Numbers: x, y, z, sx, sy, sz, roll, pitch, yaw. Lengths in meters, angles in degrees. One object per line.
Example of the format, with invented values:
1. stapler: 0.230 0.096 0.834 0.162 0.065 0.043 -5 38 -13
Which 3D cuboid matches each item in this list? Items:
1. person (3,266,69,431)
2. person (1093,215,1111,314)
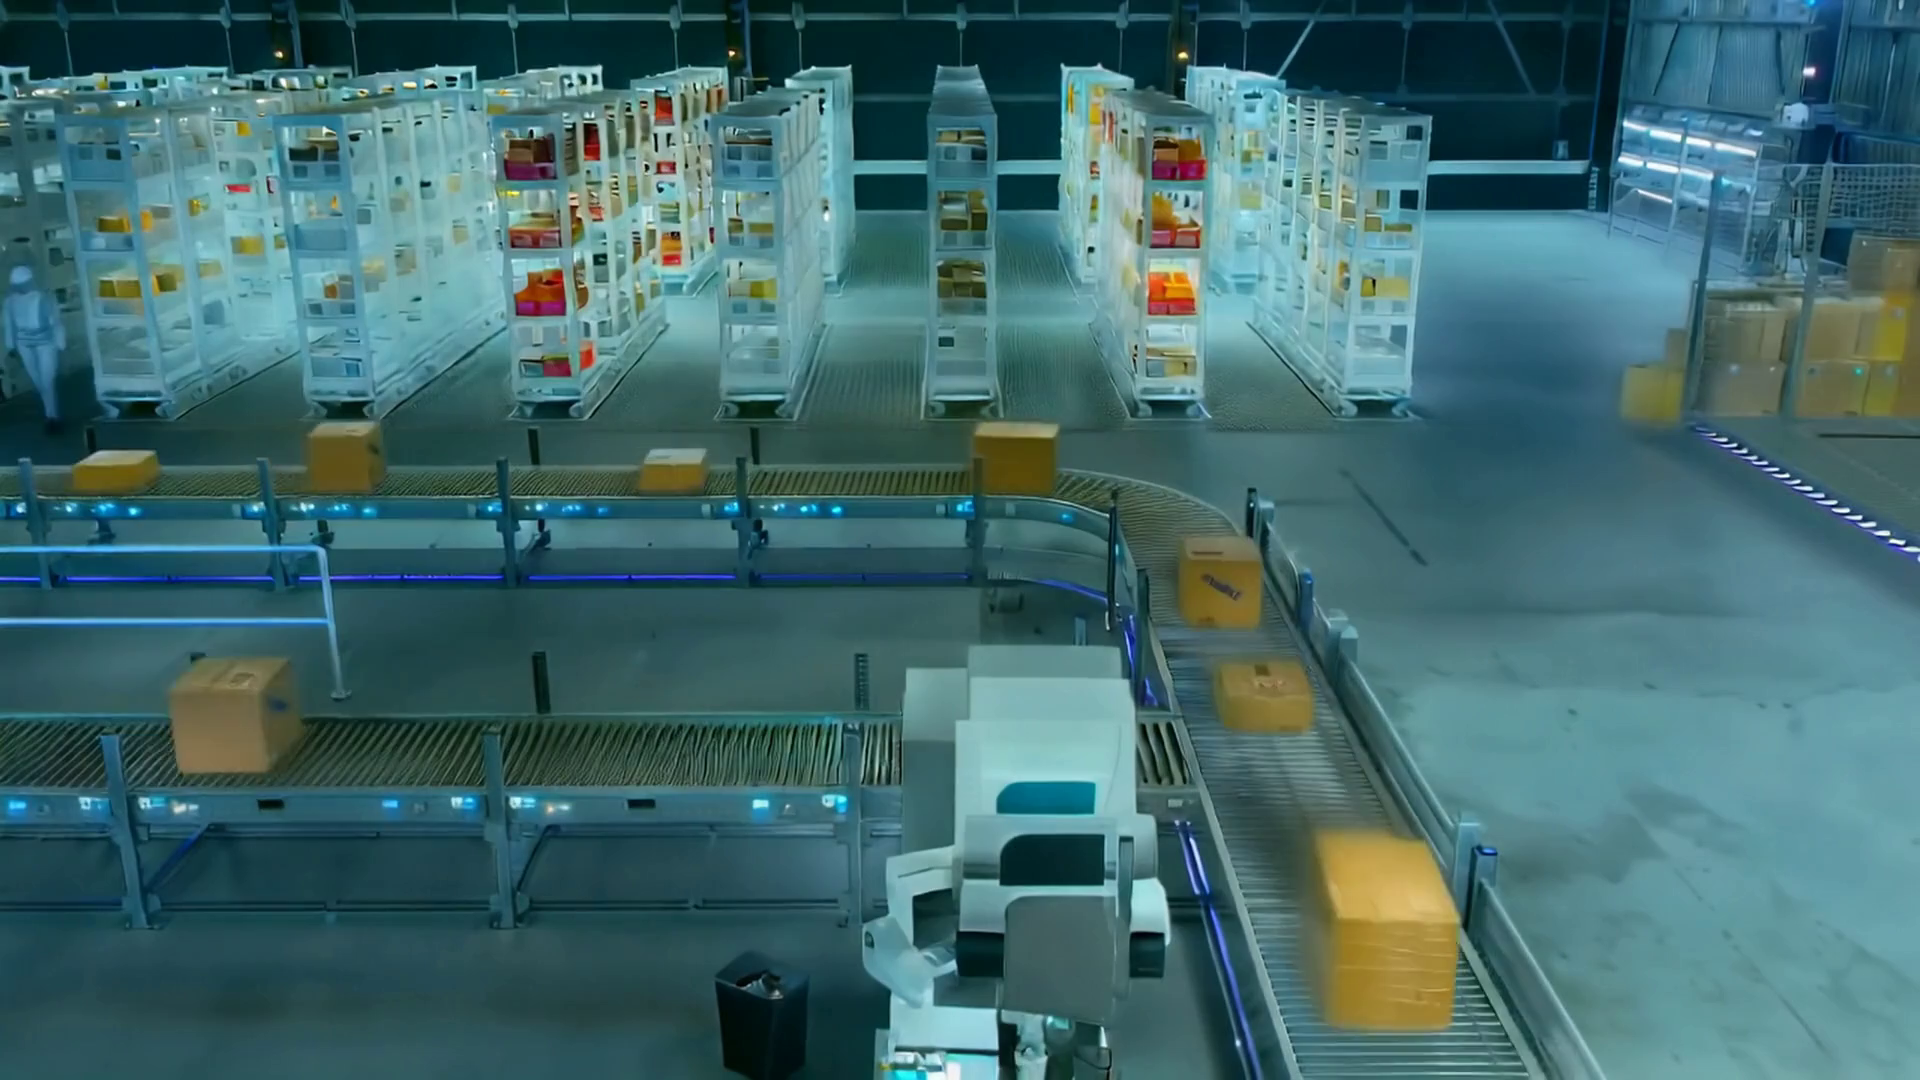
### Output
1. person: -10.794 -2.219 19.361 0.639 1.918 0.753 -2 18 -5
2. person: 2.334 -4.499 26.522 0.381 1.837 0.570 -16 24 -41
